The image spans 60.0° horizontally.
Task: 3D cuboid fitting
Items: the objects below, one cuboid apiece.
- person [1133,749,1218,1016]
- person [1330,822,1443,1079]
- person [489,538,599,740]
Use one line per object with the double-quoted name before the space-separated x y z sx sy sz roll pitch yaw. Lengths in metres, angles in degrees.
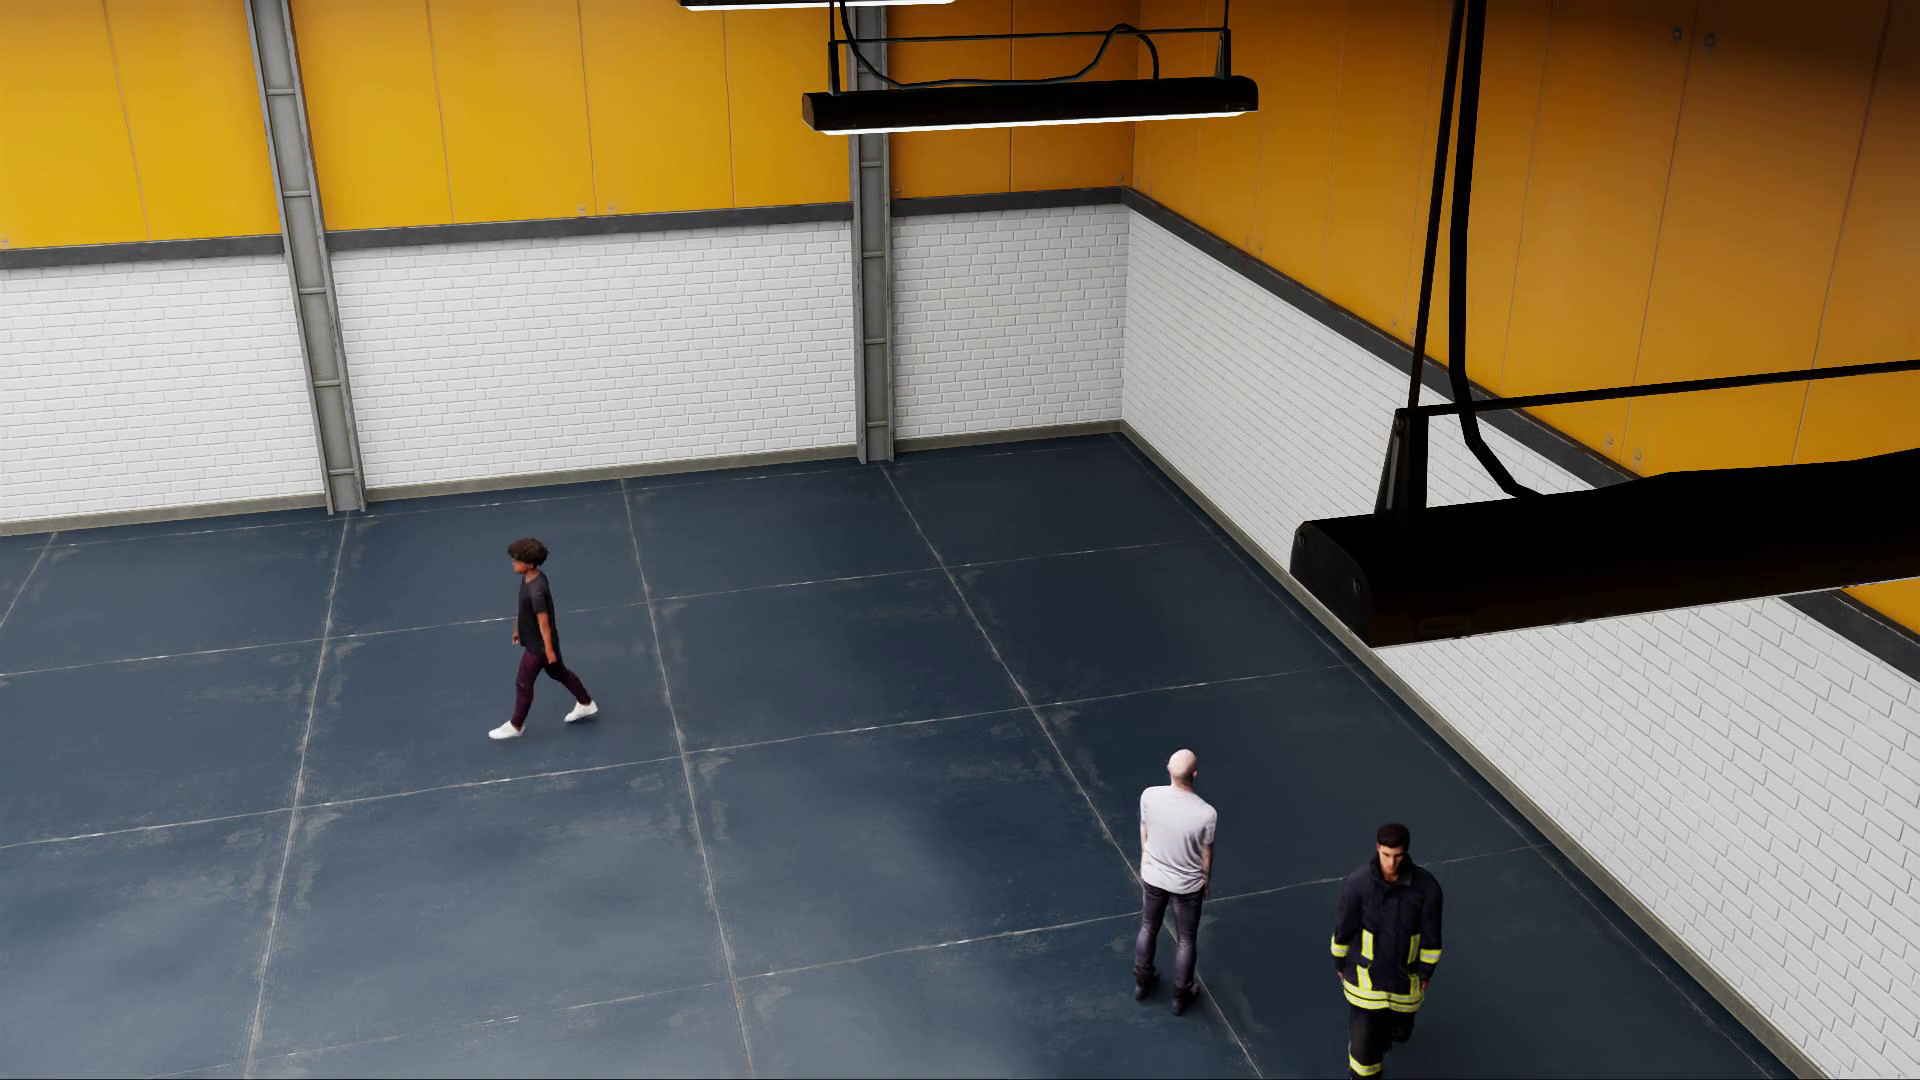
"person" 1.333 2.139 10.493 0.732 1.830 0.799 12 26 25
"person" 2.489 2.425 9.740 1.071 1.910 1.068 4 24 9
"person" -3.380 0.792 13.681 1.107 1.745 0.612 -7 25 -15
